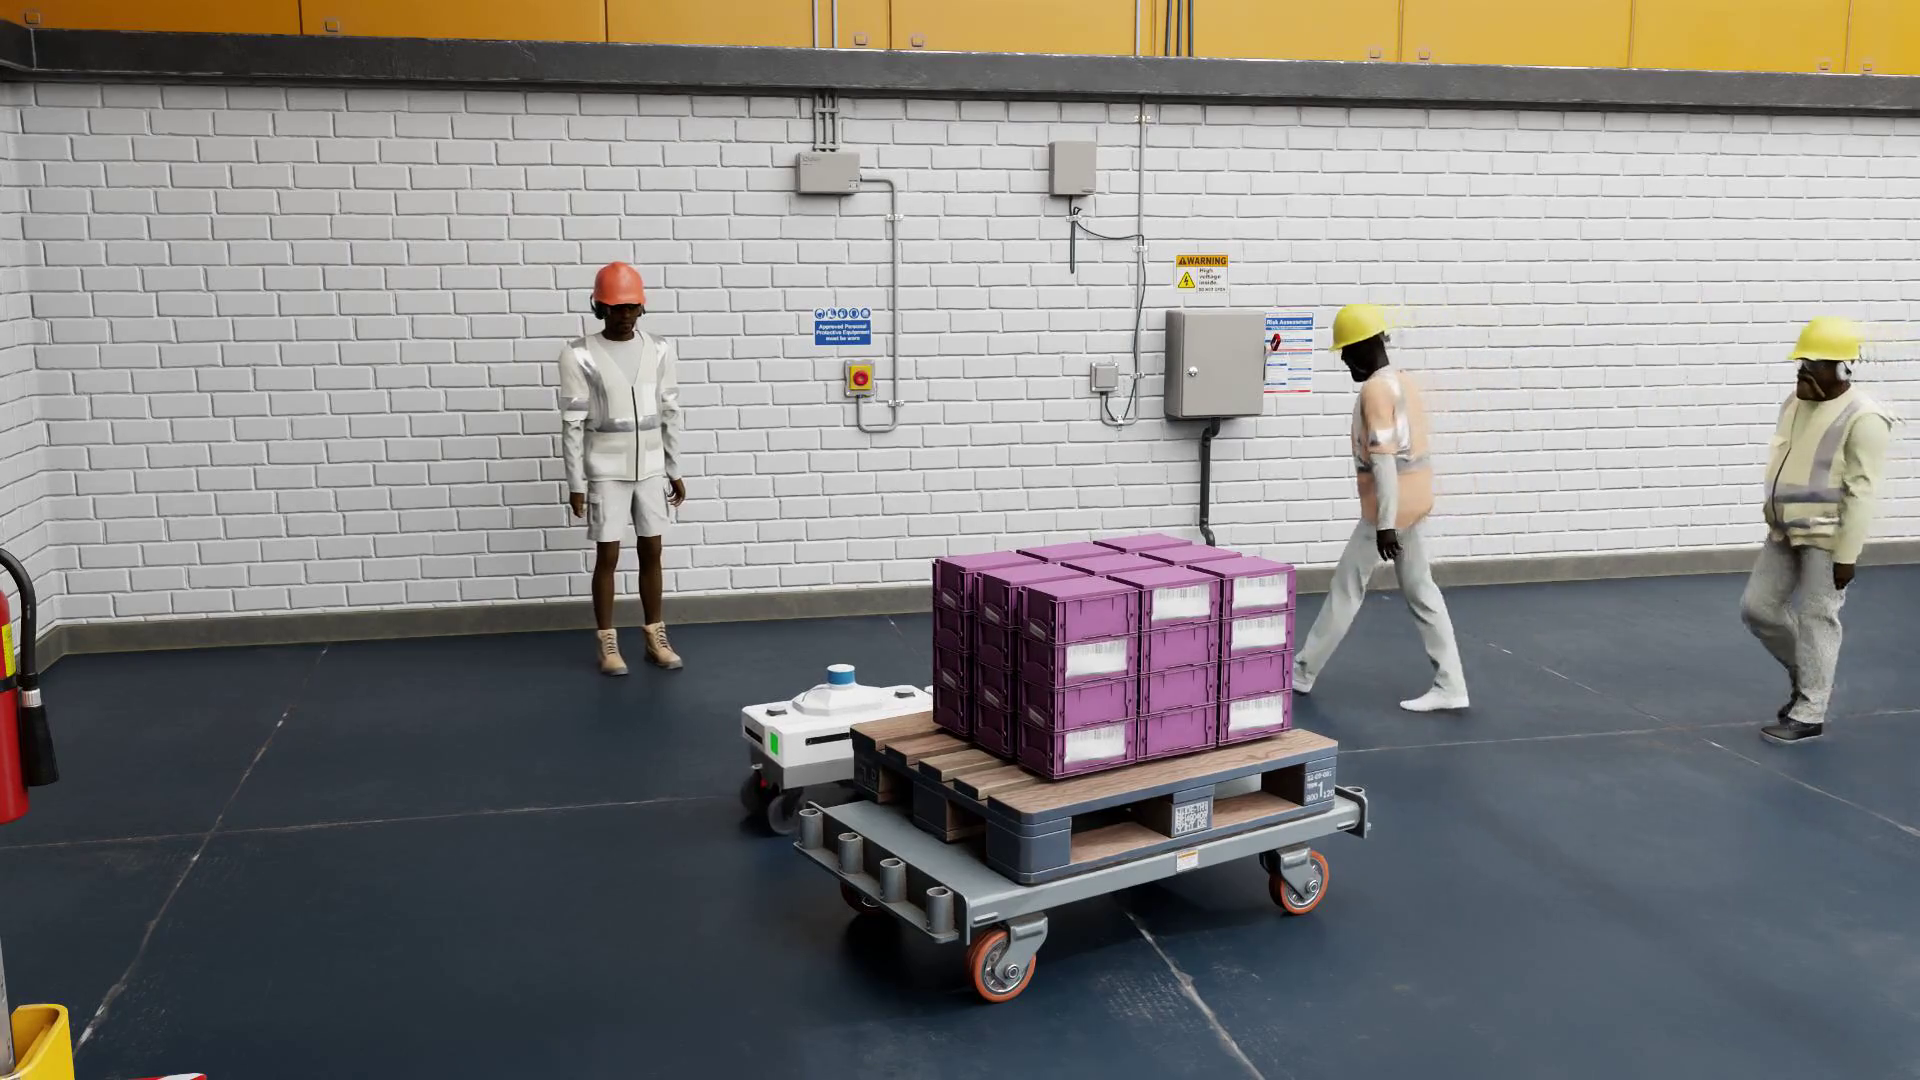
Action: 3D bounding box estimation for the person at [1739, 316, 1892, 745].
[{"bbox_3d":[3.581,-0.027,6.986,0.425,1.816,0.627,-2,10,-9],"label":"person"}]

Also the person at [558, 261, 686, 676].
[{"bbox_3d":[-1.632,-0.337,8.145,0.611,2.032,0.419,-7,12,-35],"label":"person"}]

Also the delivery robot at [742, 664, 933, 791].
[{"bbox_3d":[-0.440,0.706,6.177,0.707,0.478,0.477,-5,11,-27],"label":"delivery robot"}]

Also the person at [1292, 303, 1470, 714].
[{"bbox_3d":[1.876,-0.138,7.544,1.017,1.836,0.663,6,12,30],"label":"person"}]

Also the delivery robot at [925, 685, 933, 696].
[{"bbox_3d":[0.203,0.641,6.536,0.707,0.478,0.477,-9,14,-42],"label":"delivery robot"}]
